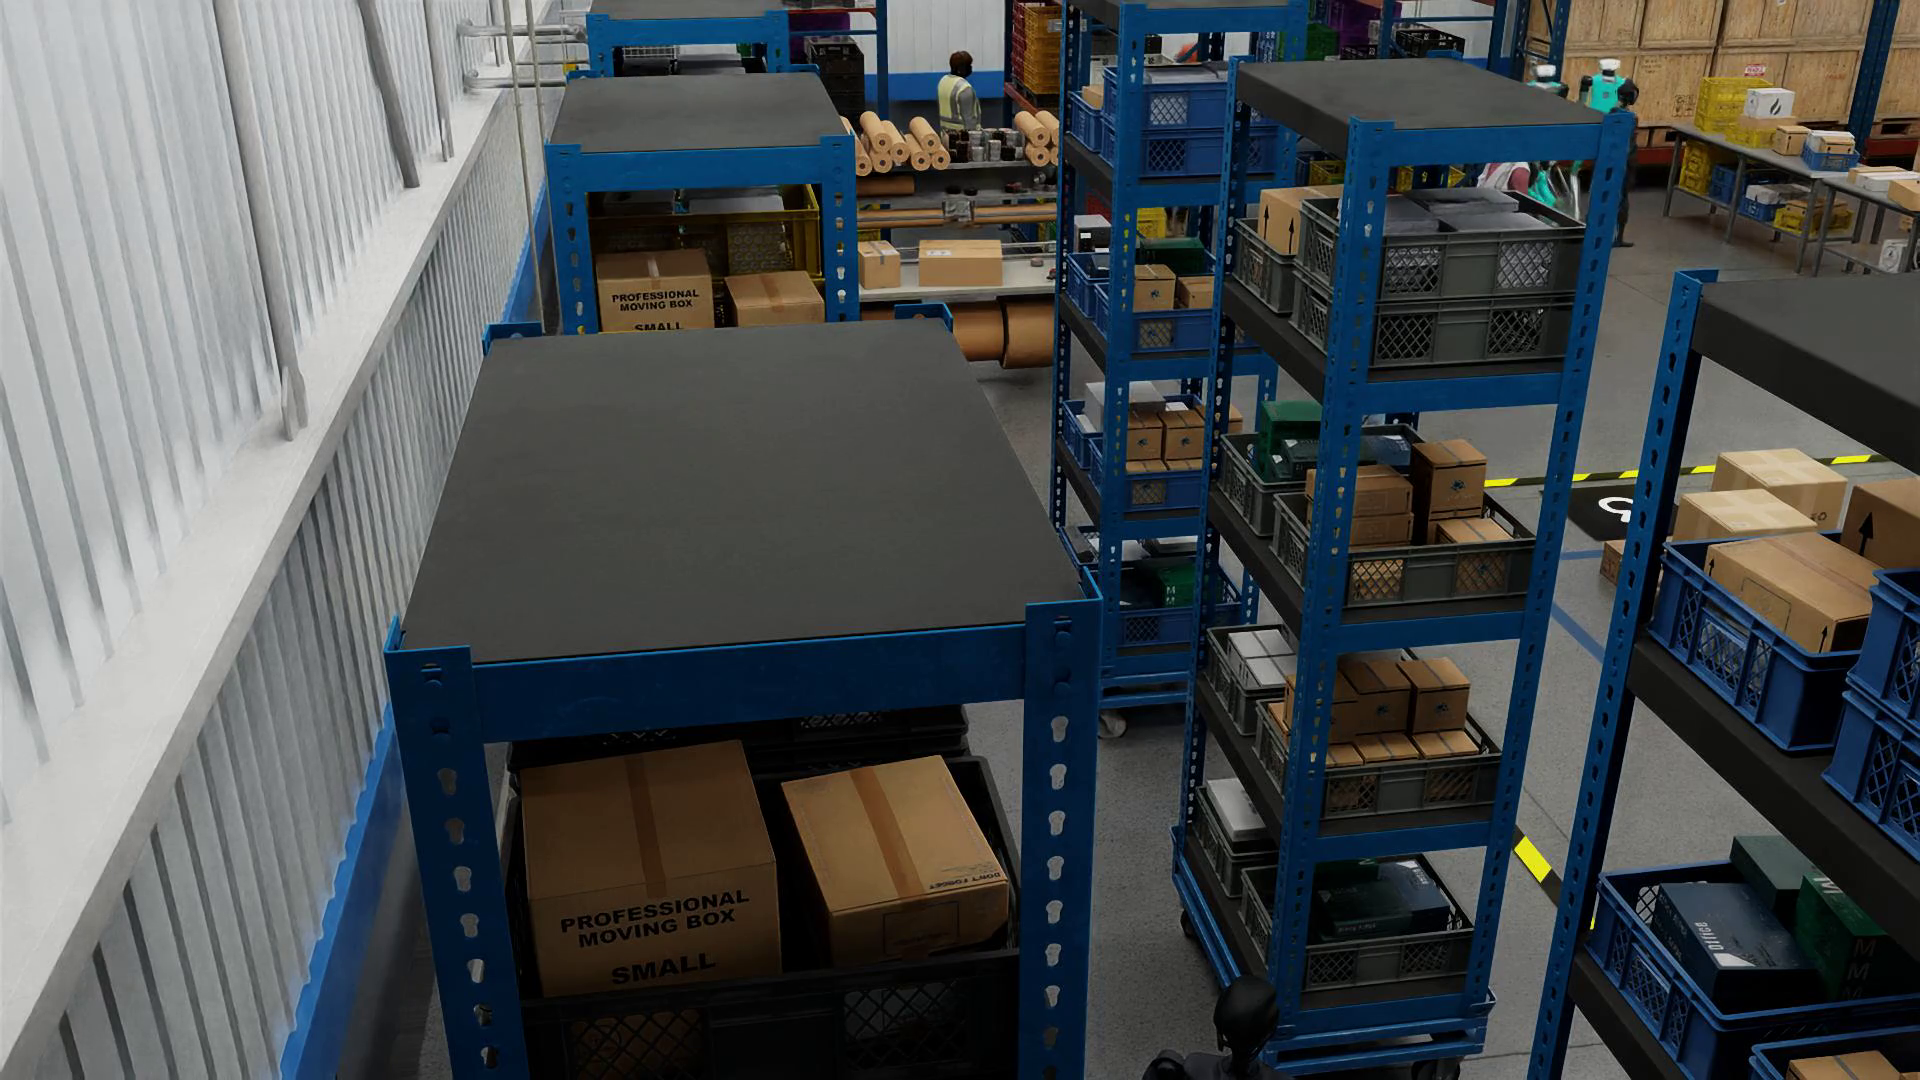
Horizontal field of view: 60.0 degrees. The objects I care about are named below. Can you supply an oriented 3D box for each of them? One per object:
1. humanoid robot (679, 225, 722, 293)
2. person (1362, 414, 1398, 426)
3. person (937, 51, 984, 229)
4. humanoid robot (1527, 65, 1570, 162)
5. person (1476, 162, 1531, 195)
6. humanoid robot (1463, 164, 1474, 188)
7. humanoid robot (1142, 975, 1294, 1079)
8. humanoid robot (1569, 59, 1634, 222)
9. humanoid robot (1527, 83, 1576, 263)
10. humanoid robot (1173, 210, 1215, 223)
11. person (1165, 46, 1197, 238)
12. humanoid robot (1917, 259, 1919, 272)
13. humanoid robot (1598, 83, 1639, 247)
[{"bbox_3d":[-1.859,-1.573,12.071,0.536,1.871,0.733,2,25,4],"label":"humanoid robot"},{"bbox_3d":[1.960,0.196,7.978,0.591,1.851,0.400,-2,25,-4],"label":"person"},{"bbox_3d":[0.011,-4.232,17.616,0.429,1.843,0.629,-13,28,-27],"label":"person"},{"bbox_3d":[5.948,-4.093,17.465,0.540,1.820,0.714,-1,25,-2],"label":"humanoid robot"},{"bbox_3d":[4.614,-2.729,14.358,0.404,1.832,0.592,-5,25,-10],"label":"person"},{"bbox_3d":[5.124,-3.465,16.165,0.609,1.635,0.445,-6,25,-12],"label":"humanoid robot"},{"bbox_3d":[0.714,1.880,4.509,0.599,1.657,0.315,9,26,19],"label":"humanoid robot"},{"bbox_3d":[6.780,-4.254,17.826,0.555,1.817,0.707,4,25,10],"label":"humanoid robot"},{"bbox_3d":[5.773,-3.476,16.177,0.538,1.820,0.767,-21,32,-38],"label":"humanoid robot"},{"bbox_3d":[2.593,-4.198,17.736,0.601,1.632,0.383,-2,25,-3],"label":"humanoid robot"},{"bbox_3d":[2.237,-3.984,16.896,0.672,1.989,0.927,2,25,3],"label":"person"},{"bbox_3d":[6.521,-1.077,10.938,0.543,1.815,0.818,6,25,12],"label":"humanoid robot"},{"bbox_3d":[6.657,-3.802,16.920,0.599,1.657,0.589,-5,25,-11],"label":"humanoid robot"}]
